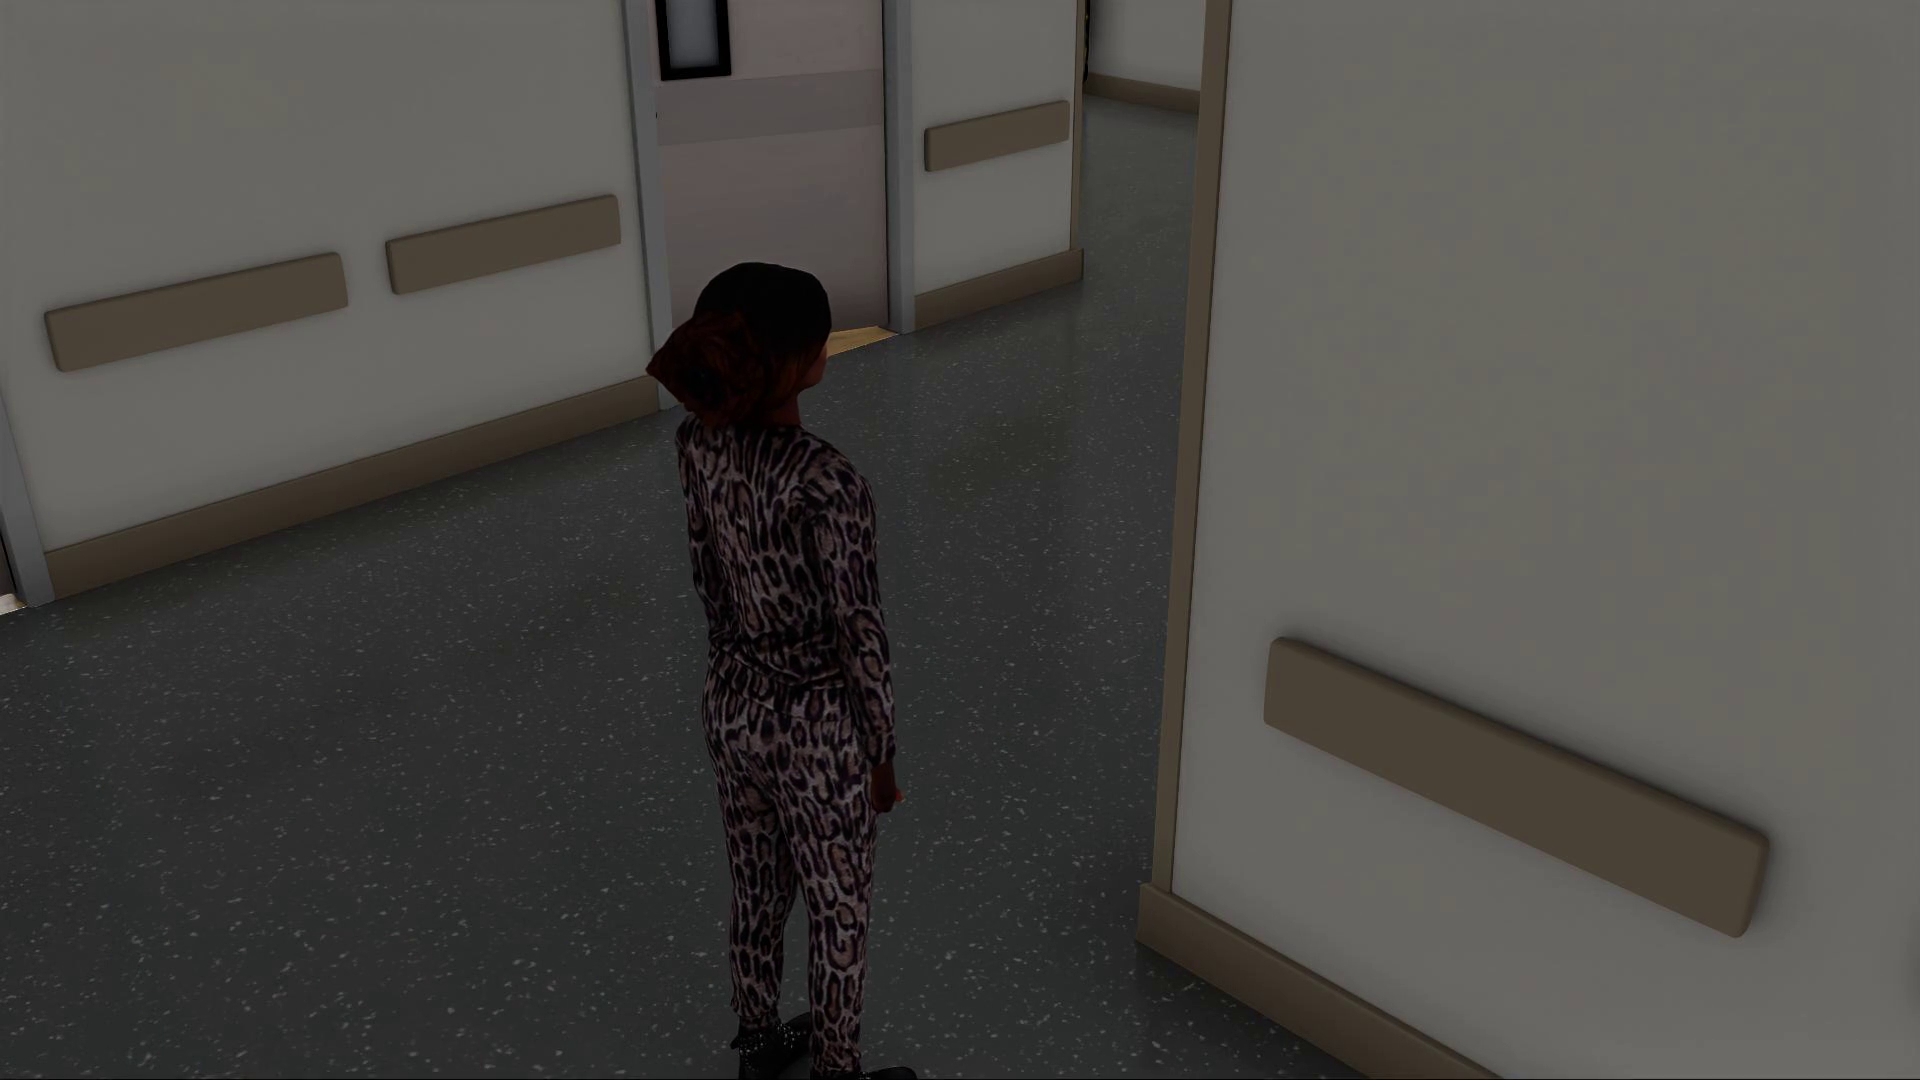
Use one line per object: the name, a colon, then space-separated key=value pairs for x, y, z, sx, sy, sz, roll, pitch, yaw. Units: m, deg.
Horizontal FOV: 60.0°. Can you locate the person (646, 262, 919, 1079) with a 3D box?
person: x=-0.303 y=0.333 z=2.961 sx=0.583 sy=1.714 sz=0.577 roll=20 pitch=32 yaw=36
